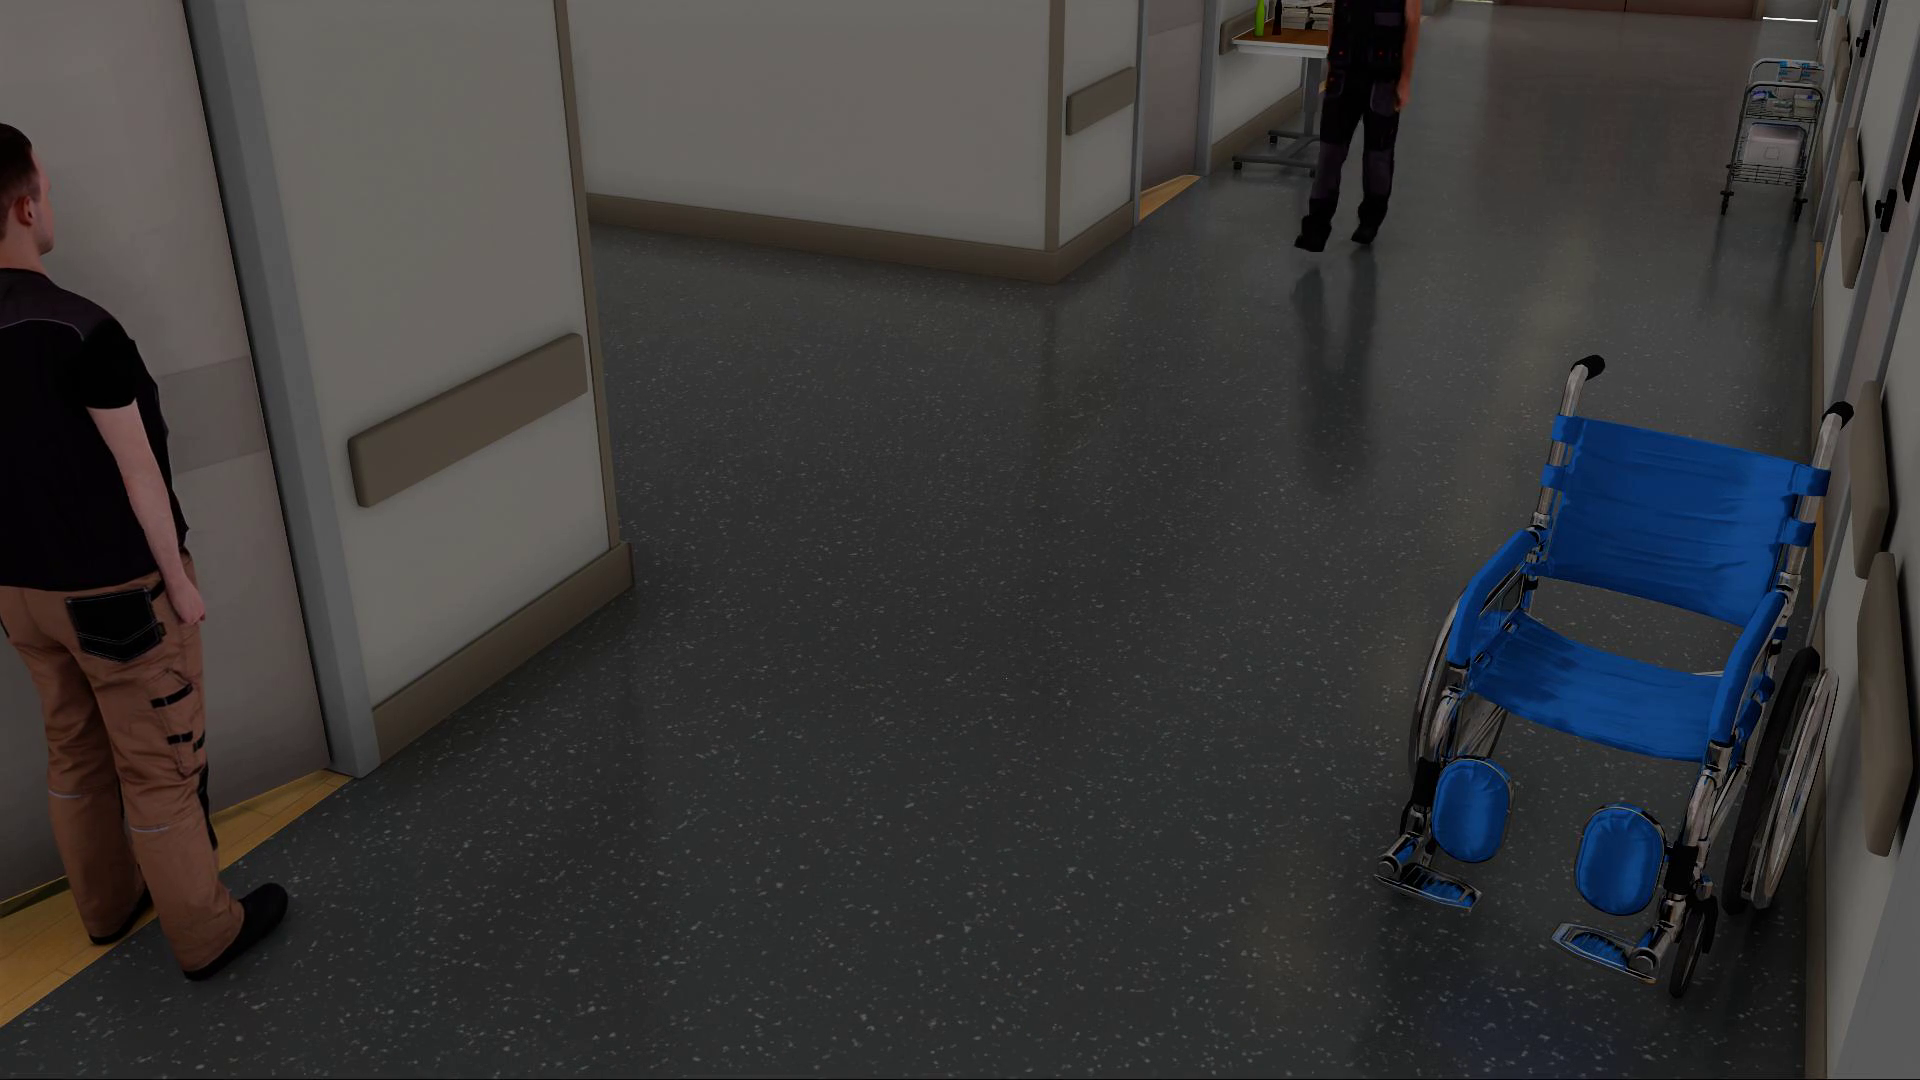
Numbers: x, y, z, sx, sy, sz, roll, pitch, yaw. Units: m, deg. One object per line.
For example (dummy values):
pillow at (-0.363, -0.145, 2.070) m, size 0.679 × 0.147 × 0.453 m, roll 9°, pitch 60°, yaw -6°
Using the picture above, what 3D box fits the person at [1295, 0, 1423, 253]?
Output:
person at (2.138, -2.412, 8.606) m, size 0.672 × 1.820 × 1.046 m, roll 13°, pitch 29°, yaw 25°

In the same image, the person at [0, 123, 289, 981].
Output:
person at (-1.813, 0.073, 3.431) m, size 0.675 × 1.840 × 0.586 m, roll 10°, pitch 27°, yaw 20°
